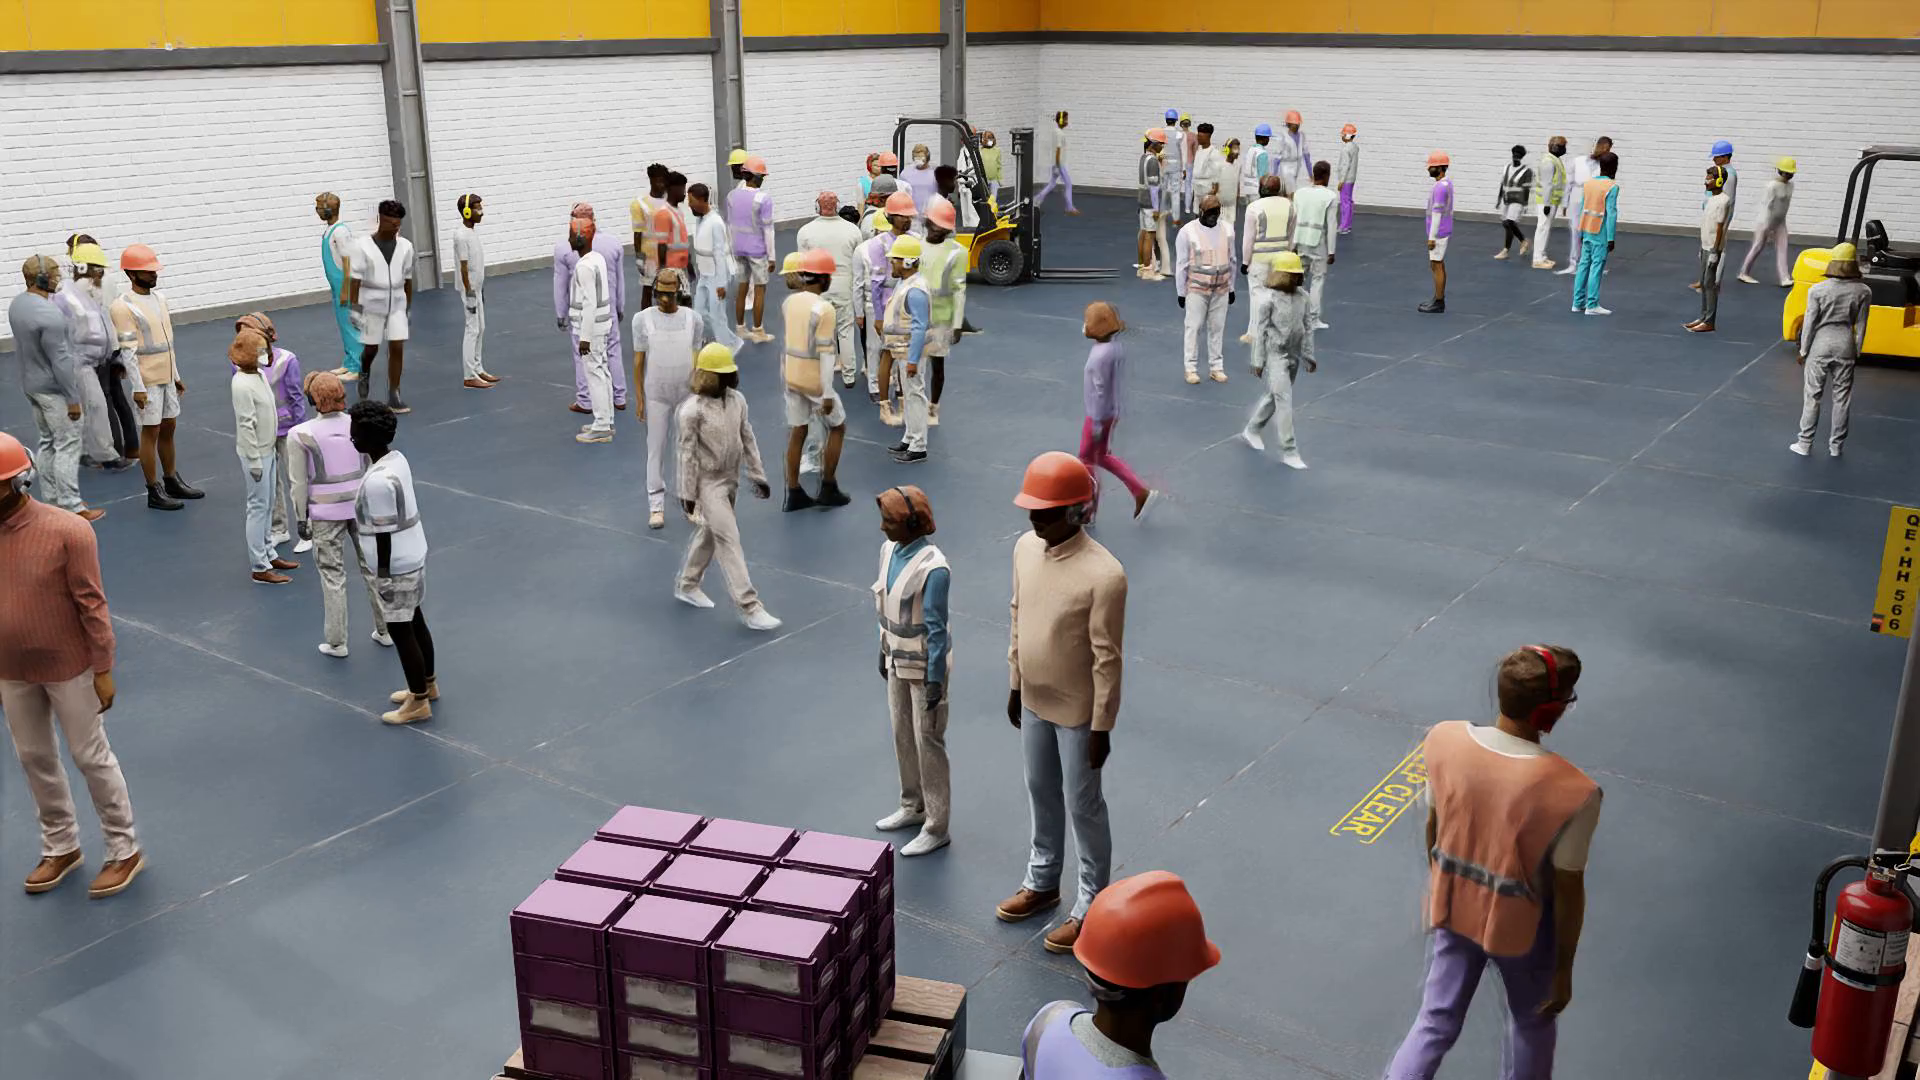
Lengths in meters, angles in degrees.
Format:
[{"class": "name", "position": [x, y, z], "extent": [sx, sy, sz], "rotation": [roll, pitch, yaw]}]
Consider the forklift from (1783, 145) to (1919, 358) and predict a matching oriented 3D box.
[{"class": "forklift", "position": [9.803, -2.879, 17.013], "extent": [2.313, 2.155, 1.214], "rotation": [12, 21, 33]}]

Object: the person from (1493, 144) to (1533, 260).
[{"class": "person", "position": [8.171, -4.948, 24.337], "extent": [0.661, 1.663, 0.522], "rotation": [-7, 19, -22]}]

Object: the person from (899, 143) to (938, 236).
[{"class": "person", "position": [-0.473, -4.048, 21.107], "extent": [0.635, 1.929, 0.385], "rotation": [5, 18, 16]}]

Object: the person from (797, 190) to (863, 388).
[{"class": "person", "position": [-1.251, -2.394, 15.985], "extent": [0.649, 1.900, 0.397], "rotation": [-4, 18, -13]}]

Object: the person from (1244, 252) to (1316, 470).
[{"class": "person", "position": [2.588, -1.488, 13.480], "extent": [0.491, 1.713, 0.888], "rotation": [-11, 21, -30]}]

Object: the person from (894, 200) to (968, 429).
[{"class": "person", "position": [-0.244, -1.935, 14.376], "extent": [0.661, 2.005, 0.474], "rotation": [6, 19, 17]}]

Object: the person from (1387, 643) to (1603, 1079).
[{"class": "person", "position": [1.600, 1.160, 5.016], "extent": [0.912, 1.803, 0.569], "rotation": [-16, 24, -40]}]

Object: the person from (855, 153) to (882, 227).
[{"class": "person", "position": [-1.069, -3.863, 20.651], "extent": [0.379, 1.844, 0.570], "rotation": [13, 22, 35]}]

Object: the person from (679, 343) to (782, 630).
[{"class": "person", "position": [-1.413, -0.338, 9.867], "extent": [0.902, 1.691, 0.503], "rotation": [12, 21, 32]}]

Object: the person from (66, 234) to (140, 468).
[{"class": "person", "position": [-6.846, -1.500, 13.254], "extent": [0.341, 1.855, 0.525], "rotation": [0, 18, 0]}]

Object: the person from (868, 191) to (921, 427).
[{"class": "person", "position": [-0.514, -2.024, 14.584], "extent": [0.373, 2.043, 0.615], "rotation": [16, 24, 40]}]

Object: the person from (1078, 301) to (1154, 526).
[{"class": "person", "position": [1.025, -0.872, 11.654], "extent": [0.609, 1.615, 0.511], "rotation": [4, 18, 12]}]

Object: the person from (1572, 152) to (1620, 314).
[{"class": "person", "position": [7.633, -3.674, 19.947], "extent": [0.371, 1.916, 0.597], "rotation": [-5, 18, -16]}]

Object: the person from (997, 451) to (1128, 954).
[{"class": "person", "position": [0.381, 0.620, 6.412], "extent": [0.400, 1.987, 0.615], "rotation": [-12, 21, -34]}]

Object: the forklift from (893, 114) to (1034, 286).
[{"class": "forklift", "position": [-0.171, -4.594, 22.377], "extent": [2.313, 2.155, 1.214], "rotation": [1, 18, 3]}]

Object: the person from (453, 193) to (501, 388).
[{"class": "person", "position": [-4.697, -2.402, 16.072], "extent": [0.321, 1.859, 0.515], "rotation": [-1, 18, -2]}]

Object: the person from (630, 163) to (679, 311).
[{"class": "person", "position": [-3.293, -3.124, 18.167], "extent": [0.605, 1.958, 0.380], "rotation": [-16, 23, -40]}]

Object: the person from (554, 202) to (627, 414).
[{"class": "person", "position": [-3.353, -2.100, 15.079], "extent": [0.661, 1.896, 0.401], "rotation": [-10, 20, -28]}]

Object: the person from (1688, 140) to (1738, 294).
[{"class": "person", "position": [9.732, -4.147, 21.394], "extent": [0.398, 1.939, 0.602], "rotation": [3, 18, 8]}]

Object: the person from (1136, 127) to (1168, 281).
[{"class": "person", "position": [2.589, -4.513, 22.383], "extent": [0.383, 2.036, 0.605], "rotation": [-3, 18, -8]}]

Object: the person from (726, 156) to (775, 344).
[{"class": "person", "position": [-2.243, -3.150, 18.139], "extent": [0.612, 2.029, 0.409], "rotation": [11, 21, 32]}]

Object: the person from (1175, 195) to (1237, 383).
[{"class": "person", "position": [2.406, -2.447, 16.255], "extent": [0.637, 1.833, 0.429], "rotation": [-6, 19, -18]}]

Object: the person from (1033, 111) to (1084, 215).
[{"class": "person", "position": [1.695, -6.657, 29.422], "extent": [0.941, 1.836, 0.529], "rotation": [-2, 18, -7]}]

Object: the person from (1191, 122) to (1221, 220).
[{"class": "person", "position": [3.570, -5.106, 24.344], "extent": [0.361, 1.965, 0.613], "rotation": [-7, 19, -20]}]

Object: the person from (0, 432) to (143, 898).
[{"class": "person", "position": [-3.746, 0.510, 6.769], "extent": [0.627, 1.980, 0.410], "rotation": [2, 18, 6]}]

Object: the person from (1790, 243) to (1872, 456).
[{"class": "person", "position": [7.111, -1.549, 13.596], "extent": [0.487, 1.735, 0.322], "rotation": [4, 18, 12]}]

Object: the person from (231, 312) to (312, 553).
[{"class": "person", "position": [-4.613, -0.724, 11.185], "extent": [0.528, 1.630, 0.313], "rotation": [4, 18, 12]}]

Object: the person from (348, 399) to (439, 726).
[{"class": "person", "position": [-2.887, 0.113, 8.477], "extent": [0.320, 1.694, 0.537], "rotation": [-2, 18, -7]}]

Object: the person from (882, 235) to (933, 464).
[{"class": "person", "position": [-0.419, -1.532, 13.381], "extent": [0.404, 1.835, 0.587], "rotation": [-2, 18, -7]}]

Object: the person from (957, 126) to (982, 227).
[{"class": "person", "position": [0.124, -5.234, 24.882], "extent": [0.353, 1.884, 0.577], "rotation": [-9, 20, -25]}]

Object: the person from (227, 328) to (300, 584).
[{"class": "person", "position": [-4.450, -0.541, 10.606], "extent": [0.279, 1.632, 0.507], "rotation": [-3, 18, -10]}]

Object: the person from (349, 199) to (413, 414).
[{"class": "person", "position": [-5.295, -2.140, 15.141], "extent": [0.691, 1.920, 0.767], "rotation": [-14, 23, -38]}]

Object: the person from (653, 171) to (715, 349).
[{"class": "person", "position": [-2.863, -2.875, 17.422], "extent": [0.862, 1.927, 0.618], "rotation": [1, 18, 3]}]

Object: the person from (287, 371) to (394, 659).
[{"class": "person", "position": [-3.485, -0.143, 9.373], "extent": [0.513, 1.630, 0.318], "rotation": [-14, 23, -38]}]
